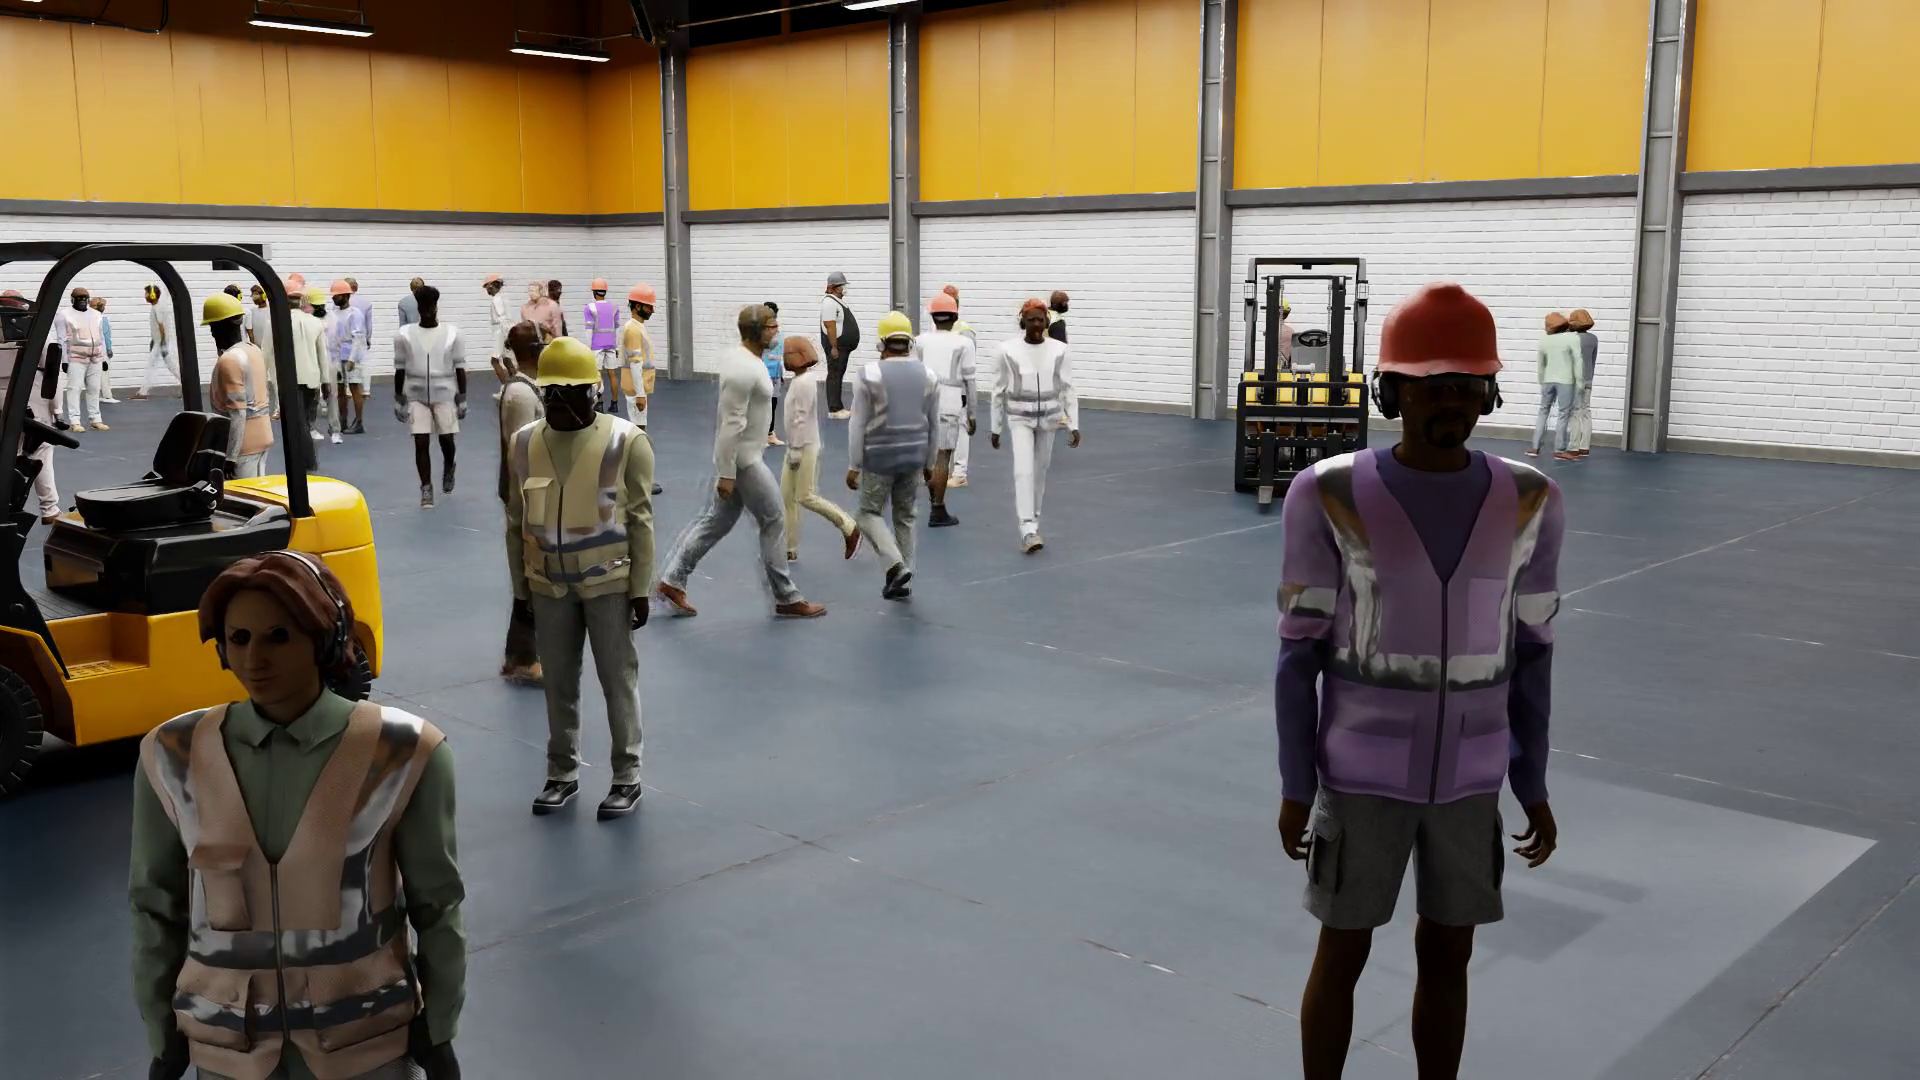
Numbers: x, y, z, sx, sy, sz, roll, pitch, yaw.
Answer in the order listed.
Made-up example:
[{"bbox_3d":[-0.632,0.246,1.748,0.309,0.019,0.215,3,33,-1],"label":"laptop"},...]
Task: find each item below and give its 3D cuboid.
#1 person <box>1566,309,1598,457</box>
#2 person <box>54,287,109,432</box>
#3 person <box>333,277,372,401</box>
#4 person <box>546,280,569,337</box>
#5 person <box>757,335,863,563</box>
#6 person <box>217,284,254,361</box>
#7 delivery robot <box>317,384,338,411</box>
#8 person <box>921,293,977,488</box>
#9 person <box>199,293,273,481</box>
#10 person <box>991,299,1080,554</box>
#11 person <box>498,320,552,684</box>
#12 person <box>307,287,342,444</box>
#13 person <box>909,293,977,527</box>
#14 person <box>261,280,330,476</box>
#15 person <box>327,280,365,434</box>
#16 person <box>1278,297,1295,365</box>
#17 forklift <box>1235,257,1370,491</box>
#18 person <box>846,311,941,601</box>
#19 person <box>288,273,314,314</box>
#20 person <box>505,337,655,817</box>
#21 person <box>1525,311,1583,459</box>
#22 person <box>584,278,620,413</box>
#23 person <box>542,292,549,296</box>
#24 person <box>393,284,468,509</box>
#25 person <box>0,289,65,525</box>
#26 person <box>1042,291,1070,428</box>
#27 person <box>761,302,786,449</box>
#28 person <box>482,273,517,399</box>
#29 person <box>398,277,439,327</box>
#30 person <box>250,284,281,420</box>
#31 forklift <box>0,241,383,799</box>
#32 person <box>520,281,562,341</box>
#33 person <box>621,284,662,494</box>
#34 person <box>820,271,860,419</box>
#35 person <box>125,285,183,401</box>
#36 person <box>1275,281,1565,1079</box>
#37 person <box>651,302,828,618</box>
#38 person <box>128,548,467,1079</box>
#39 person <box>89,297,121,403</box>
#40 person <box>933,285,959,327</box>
[{"bbox_3d":[6.806,-1.720,18.307,0.497,1.632,0.289,-7,11,-36],"label":"person"},{"bbox_3d":[-11.158,-2.294,21.195,0.430,1.840,0.626,5,11,30],"label":"person"},{"bbox_3d":[-9.531,-3.148,26.126,0.372,1.940,0.631,8,12,40],"label":"person"},{"bbox_3d":[-6.550,-3.230,26.779,0.458,1.895,0.604,2,10,14],"label":"person"},{"bbox_3d":[-1.064,-0.630,11.663,0.682,1.612,0.502,-3,10,-15],"label":"person"},{"bbox_3d":[-9.709,-2.491,22.324,0.520,1.866,0.326,-2,9,-9],"label":"person"},{"bbox_3d":[-8.876,-2.040,23.274,0.477,0.478,0.707,-5,10,-27],"label":"delivery robot"},{"bbox_3d":[-0.120,-1.420,15.848,0.430,1.839,0.619,-6,11,-34],"label":"person"},{"bbox_3d":[-4.565,-0.595,10.533,0.381,1.918,0.584,-1,9,-8],"label":"person"},{"bbox_3d":[0.570,-0.825,12.164,0.605,1.838,0.942,-2,10,-13],"label":"person"},{"bbox_3d":[-2.181,-0.196,8.423,0.351,1.817,0.598,-2,9,-10],"label":"person"},{"bbox_3d":[-7.664,-2.079,19.870,0.596,1.874,0.965,-9,13,-43],"label":"person"},{"bbox_3d":[-0.146,-1.065,13.609,0.564,1.877,0.846,2,10,14],"label":"person"},{"bbox_3d":[-6.640,-1.577,16.463,0.964,1.951,0.636,6,11,34],"label":"person"},{"bbox_3d":[-7.715,-2.285,20.860,0.549,1.935,0.392,6,11,32],"label":"person"},{"bbox_3d":[3.465,-1.764,18.170,0.311,1.769,0.525,7,12,37],"label":"person"},{"bbox_3d":[3.309,-1.629,16.029,1.214,2.155,2.313,2,9,11],"label":"forklift"},{"bbox_3d":[-0.404,-0.497,10.237,0.621,1.816,0.448,-5,11,-29],"label":"person"},{"bbox_3d":[-10.886,-3.384,27.446,0.627,1.990,0.406,8,12,40],"label":"person"},{"bbox_3d":[-1.438,0.148,6.289,0.586,1.824,0.404,1,9,9],"label":"person"},{"bbox_3d":[6.499,-1.679,18.135,0.338,1.613,0.598,-7,12,-37],"label":"person"},{"bbox_3d":[-5.149,-2.784,23.897,0.544,1.939,0.354,-8,12,-40],"label":"person"},{"bbox_3d":[-6.729,-3.205,27.191,0.570,1.699,0.441,7,12,36],"label":"person"},{"bbox_3d":[-4.627,-1.260,14.548,0.626,1.946,0.598,-2,10,-14],"label":"person"},{"bbox_3d":[-7.584,-1.066,13.463,0.653,1.904,0.405,-1,9,-7],"label":"person"},{"bbox_3d":[1.229,-2.285,21.324,0.717,1.792,0.700,-1,9,-6],"label":"person"},{"bbox_3d":[-2.223,-1.910,19.273,0.321,1.696,0.537,6,11,34],"label":"person"},{"bbox_3d":[-7.224,-3.198,26.252,0.606,1.993,0.623,0,9,-1],"label":"person"},{"bbox_3d":[-8.511,-3.165,26.227,0.627,1.941,0.371,0,9,3],"label":"person"},{"bbox_3d":[-9.535,-2.574,22.841,0.513,1.863,0.335,3,10,19],"label":"person"},{"bbox_3d":[-3.706,-0.171,7.093,1.214,2.155,2.313,9,13,43],"label":"forklift"},{"bbox_3d":[-6.233,-2.920,24.857,0.675,1.896,0.576,2,9,10],"label":"person"},{"bbox_3d":[-2.939,-1.385,15.349,0.375,1.928,0.542,-2,9,-11],"label":"person"},{"bbox_3d":[-1.659,-2.710,23.126,0.538,2.000,0.683,1,9,4],"label":"person"},{"bbox_3d":[-12.662,-3.113,26.281,0.992,1.822,0.535,-3,10,-20],"label":"person"},{"bbox_3d":[0.970,0.486,3.519,0.605,2.045,0.378,-1,9,-3],"label":"person"},{"bbox_3d":[-1.354,-0.457,9.814,1.029,1.895,0.639,-1,9,-3],"label":"person"},{"bbox_3d":[-1.055,0.823,2.695,0.514,1.641,0.308,-1,9,-7],"label":"person"},{"bbox_3d":[-13.265,-2.923,25.663,0.513,1.640,0.311,6,11,31],"label":"person"},{"bbox_3d":[-0.211,-2.448,22.102,0.359,1.858,0.684,-3,10,-18],"label":"person"}]
